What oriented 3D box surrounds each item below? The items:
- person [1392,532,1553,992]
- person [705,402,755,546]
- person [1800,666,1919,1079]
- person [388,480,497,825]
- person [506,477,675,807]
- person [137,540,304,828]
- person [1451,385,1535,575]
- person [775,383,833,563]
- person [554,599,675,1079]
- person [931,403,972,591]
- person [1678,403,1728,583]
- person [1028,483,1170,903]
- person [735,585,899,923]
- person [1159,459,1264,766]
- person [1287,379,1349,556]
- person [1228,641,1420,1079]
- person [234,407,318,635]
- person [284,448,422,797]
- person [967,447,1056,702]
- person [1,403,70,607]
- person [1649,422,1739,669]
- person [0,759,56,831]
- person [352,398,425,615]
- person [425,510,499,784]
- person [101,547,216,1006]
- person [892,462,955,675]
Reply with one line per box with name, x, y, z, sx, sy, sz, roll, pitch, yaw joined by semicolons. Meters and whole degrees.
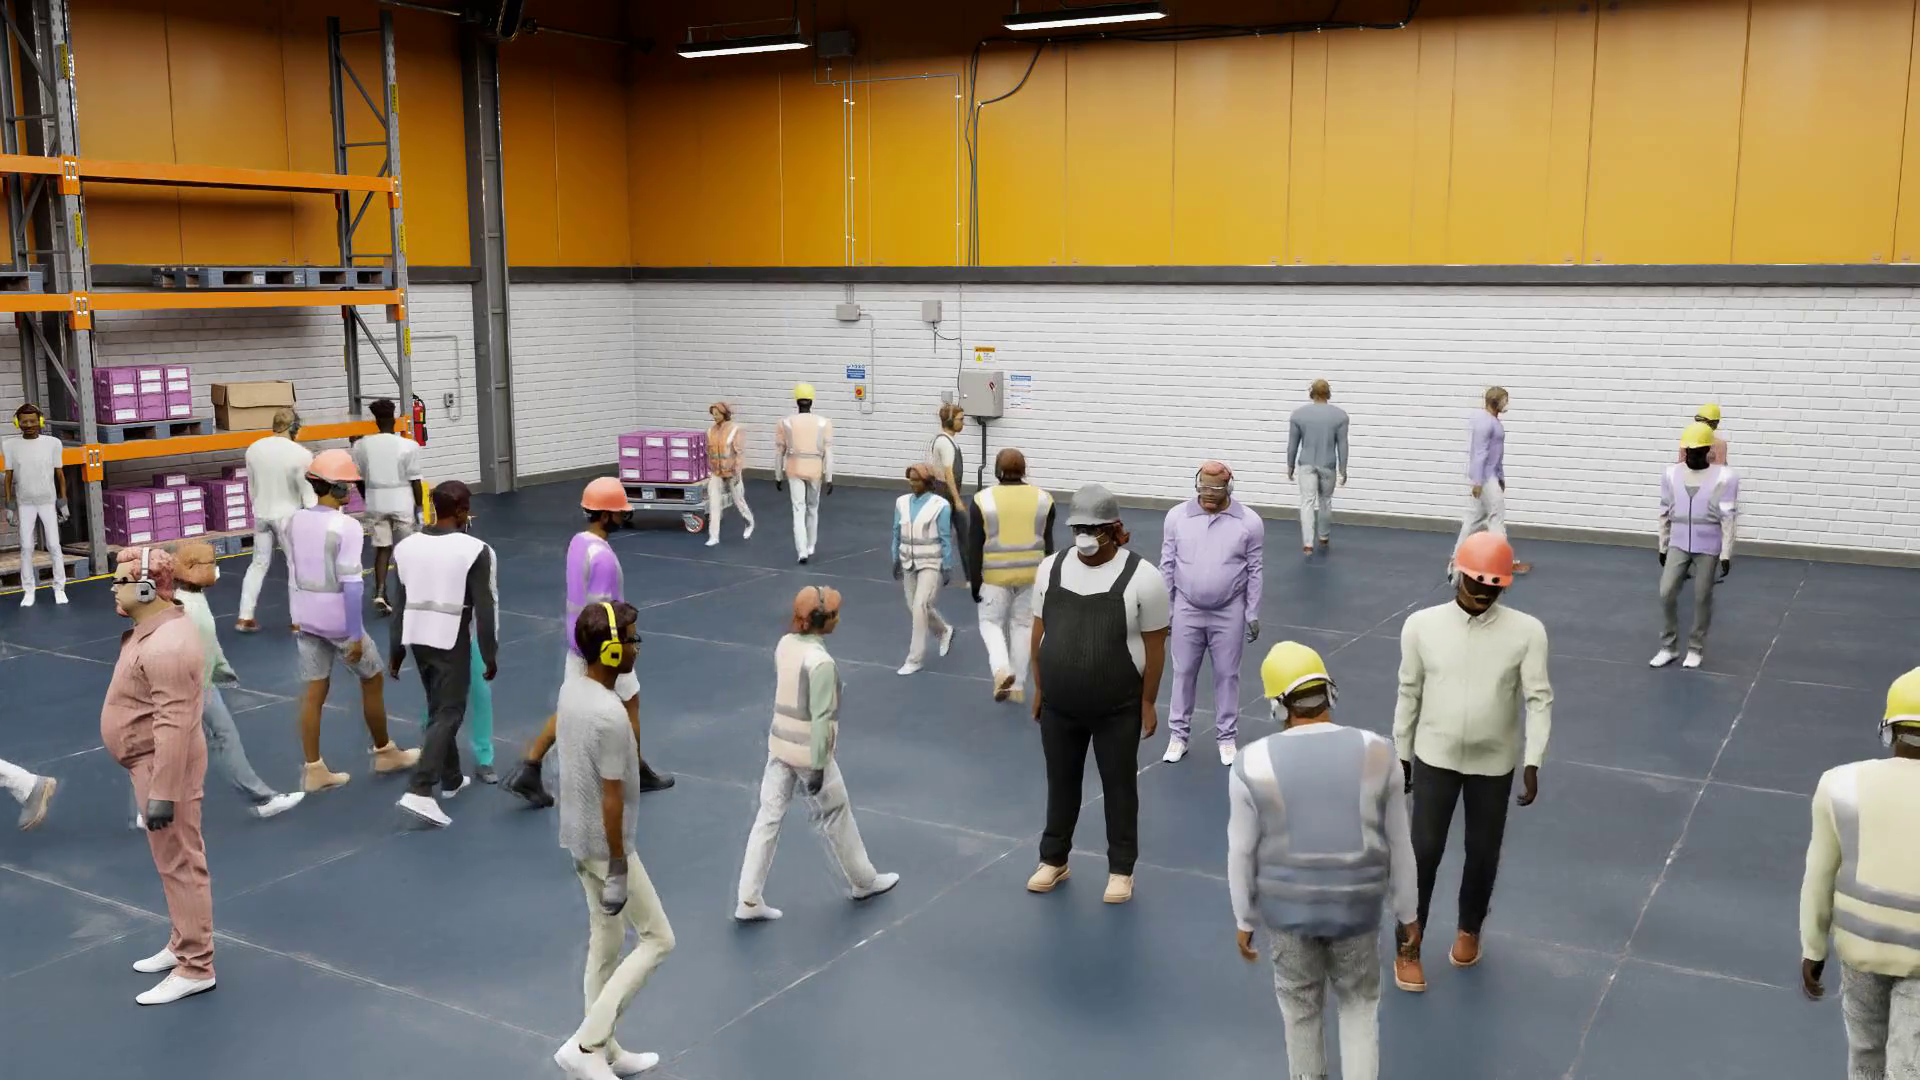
person;2.168;0.921;7.104;0.636;1.961;0.666;2;9;14
person;-2.607;-0.766;18.756;0.513;1.606;0.768;3;10;20
person;3.056;1.295;5.348;0.599;1.784;0.920;8;12;42
person;-2.955;0.617;9.331;0.623;1.878;0.862;3;9;16
person;-2.125;0.582;9.459;0.957;1.903;0.539;-6;11;-35
person;-4.130;0.784;9.120;0.861;1.583;0.508;-5;10;-27
person;5.421;-0.612;16.874;0.842;1.902;0.652;4;10;24
person;-1.646;-0.711;17.568;0.602;1.885;0.972;-1;9;-8
person;-1.298;1.133;6.149;0.401;1.858;0.515;-7;12;-38
person;-0.102;-0.395;15.804;0.830;1.815;0.518;1;9;9
person;7.301;-0.461;16.349;0.321;1.769;0.523;-5;11;-31
person;0.633;0.735;8.031;0.680;2.000;0.536;4;10;25
person;-0.705;0.995;7.813;0.877;1.585;0.504;-7;11;-36
person;1.537;0.448;10.266;0.636;1.902;0.404;2;9;12
person;3.888;-0.803;18.120;0.648;1.892;0.935;2;9;11
person;1.223;1.248;5.605;0.656;1.792;0.546;1;9;5
person;-5.732;-0.144;13.917;0.779;1.915;0.538;2;9;15
person;-3.600;0.460;9.832;0.622;2.011;0.882;5;10;27
person;0.365;0.268;11.638;0.626;1.826;0.543;-2;9;-11
person;-8.436;-0.321;15.198;0.514;1.862;0.325;-5;10;-26
person;5.581;0.057;12.667;0.607;1.903;0.643;8;12;41
person;-5.218;0.715;8.708;0.615;1.867;0.595;-7;12;-39
person;-5.047;-0.287;14.722;0.624;1.937;0.604;-1;9;-6
person;-3.059;0.562;10.069;0.532;1.733;0.788;-6;11;-33
person;-3.358;0.971;6.971;0.406;1.910;0.639;-4;10;-25
person;-0.262;0.188;12.786;0.525;1.610;0.751;7;11;37
